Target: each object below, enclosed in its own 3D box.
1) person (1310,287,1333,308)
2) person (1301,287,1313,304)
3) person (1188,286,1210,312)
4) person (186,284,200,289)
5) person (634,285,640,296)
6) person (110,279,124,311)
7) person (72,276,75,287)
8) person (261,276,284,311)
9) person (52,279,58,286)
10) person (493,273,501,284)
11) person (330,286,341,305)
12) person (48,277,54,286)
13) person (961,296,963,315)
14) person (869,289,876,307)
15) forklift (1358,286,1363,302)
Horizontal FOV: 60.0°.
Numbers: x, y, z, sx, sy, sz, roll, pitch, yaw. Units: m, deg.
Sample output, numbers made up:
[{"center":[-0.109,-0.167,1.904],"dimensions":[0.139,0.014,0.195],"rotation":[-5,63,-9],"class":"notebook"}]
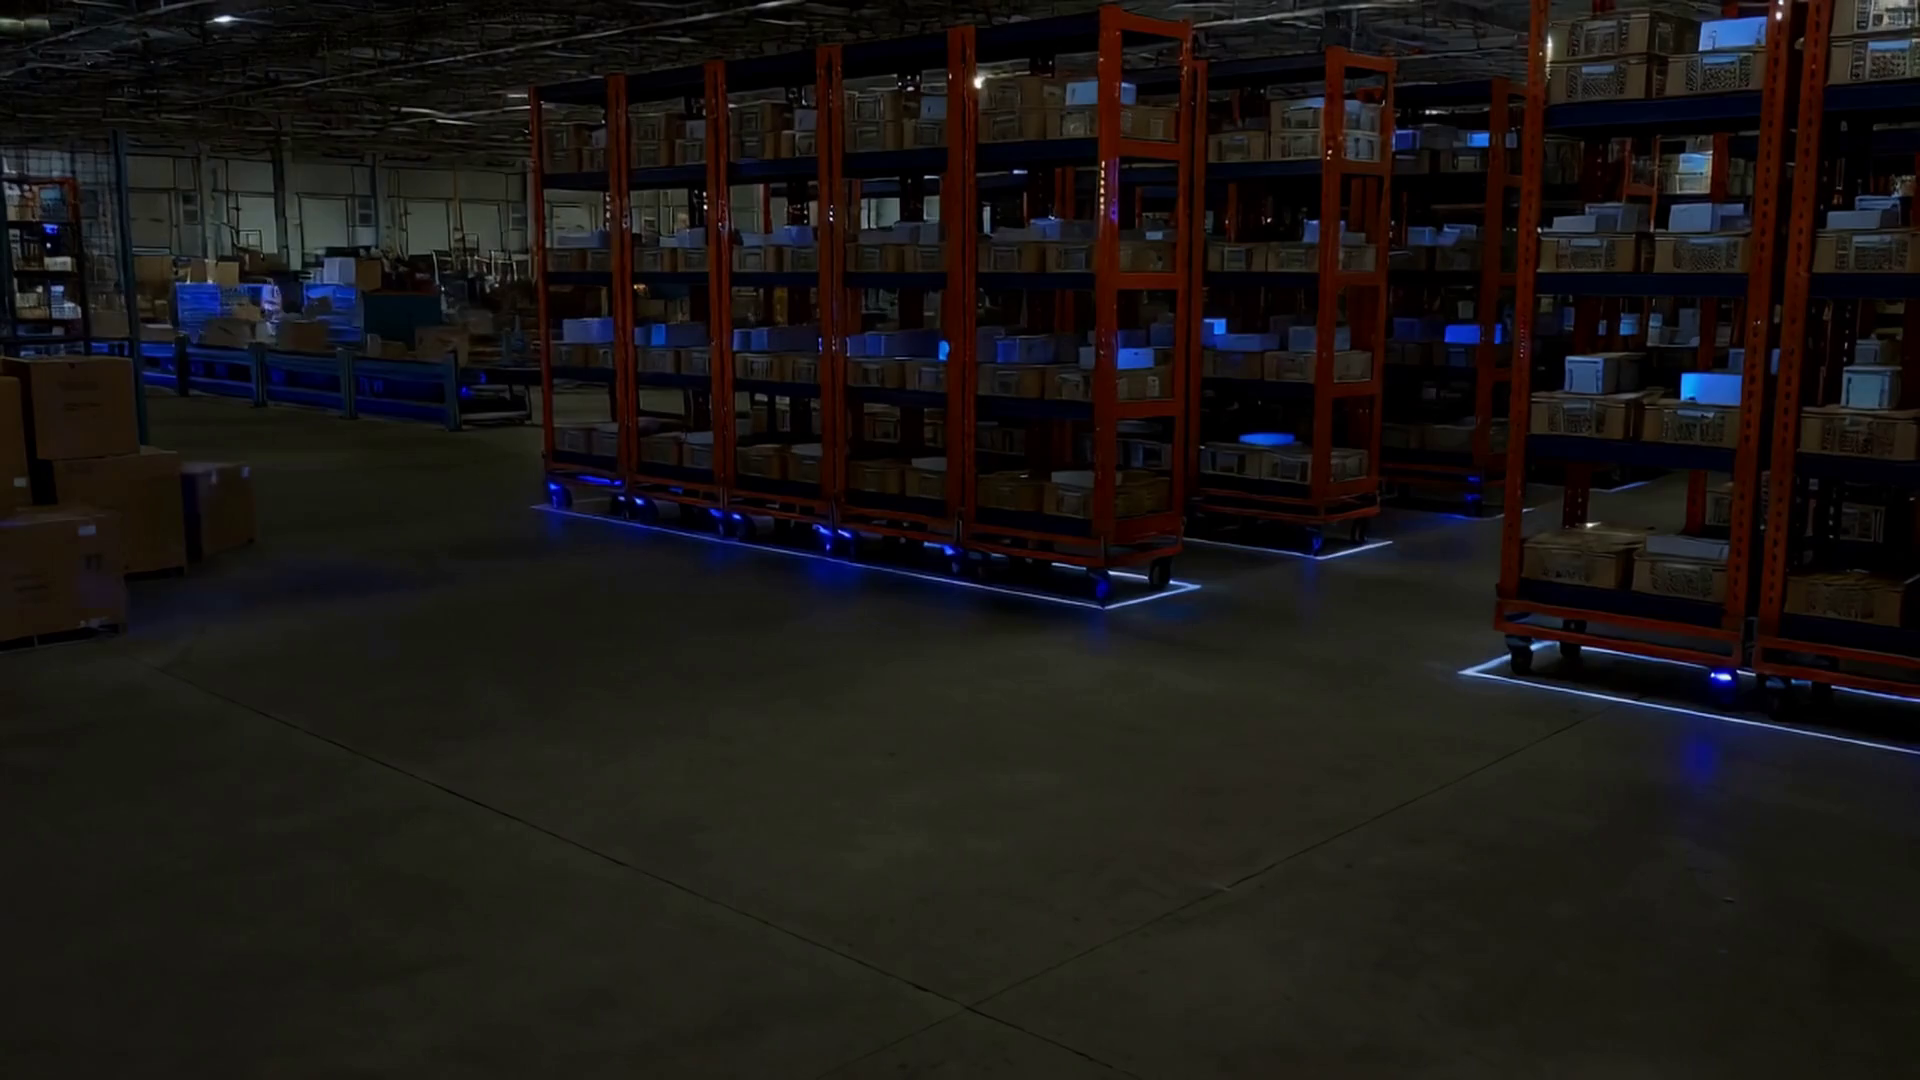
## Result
[{"center":[5.778,-3.243,26.990],"dimensions":[1.044,1.839,0.657],"rotation":[-3,10,-20],"class":"person"},{"center":[5.798,-3.398,28.056],"dimensions":[0.642,1.812,0.590],"rotation":[7,11,36],"class":"person"},{"center":[3.329,-2.633,22.849],"dimensions":[0.449,1.972,0.621],"rotation":[-6,11,-32],"class":"person"},{"center":[-26.094,-8.154,56.508],"dimensions":[0.831,2.000,0.687],"rotation":[-6,11,-34],"class":"person"},{"center":[-17.620,-13.538,90.116],"dimensions":[0.514,1.845,0.338],"rotation":[-1,9,-6],"class":"person"},{"center":[-18.303,-4.779,36.367],"dimensions":[0.503,1.853,0.642],"rotation":[8,12,39],"class":"person"},{"center":[-41.991,-11.680,79.020],"dimensions":[0.544,1.747,0.537],"rotation":[7,12,38],"class":"person"},{"center":[-21.147,-7.205,51.265],"dimensions":[0.603,1.842,0.936],"rotation":[1,9,5],"class":"person"},{"center":[-39.994,-10.749,73.531],"dimensions":[0.543,1.681,0.670],"rotation":[3,10,17],"class":"person"},{"center":[-26.001,-14.067,93.312],"dimensions":[0.576,1.865,0.660],"rotation":[0,9,-1],"class":"person"},{"center":[-19.592,-7.419,52.311],"dimensions":[0.357,1.936,0.551],"rotation":[-4,10,-23],"class":"person"},{"center":[-44.573,-12.179,81.636],"dimensions":[0.578,1.898,0.791],"rotation":[-9,13,-42],"class":"person"},{"center":[-0.107,-1.916,19.030],"dimensions":[0.596,1.783,0.926],"rotation":[8,12,40],"class":"person"},{"center":[-3.763,-10.575,71.585],"dimensions":[0.374,1.963,0.607],"rotation":[2,10,14],"class":"person"},{"center":[11.100,-7.017,46.970],"dimensions":[1.873,2.768,1.129],"rotation":[9,13,43],"class":"forklift"}]
